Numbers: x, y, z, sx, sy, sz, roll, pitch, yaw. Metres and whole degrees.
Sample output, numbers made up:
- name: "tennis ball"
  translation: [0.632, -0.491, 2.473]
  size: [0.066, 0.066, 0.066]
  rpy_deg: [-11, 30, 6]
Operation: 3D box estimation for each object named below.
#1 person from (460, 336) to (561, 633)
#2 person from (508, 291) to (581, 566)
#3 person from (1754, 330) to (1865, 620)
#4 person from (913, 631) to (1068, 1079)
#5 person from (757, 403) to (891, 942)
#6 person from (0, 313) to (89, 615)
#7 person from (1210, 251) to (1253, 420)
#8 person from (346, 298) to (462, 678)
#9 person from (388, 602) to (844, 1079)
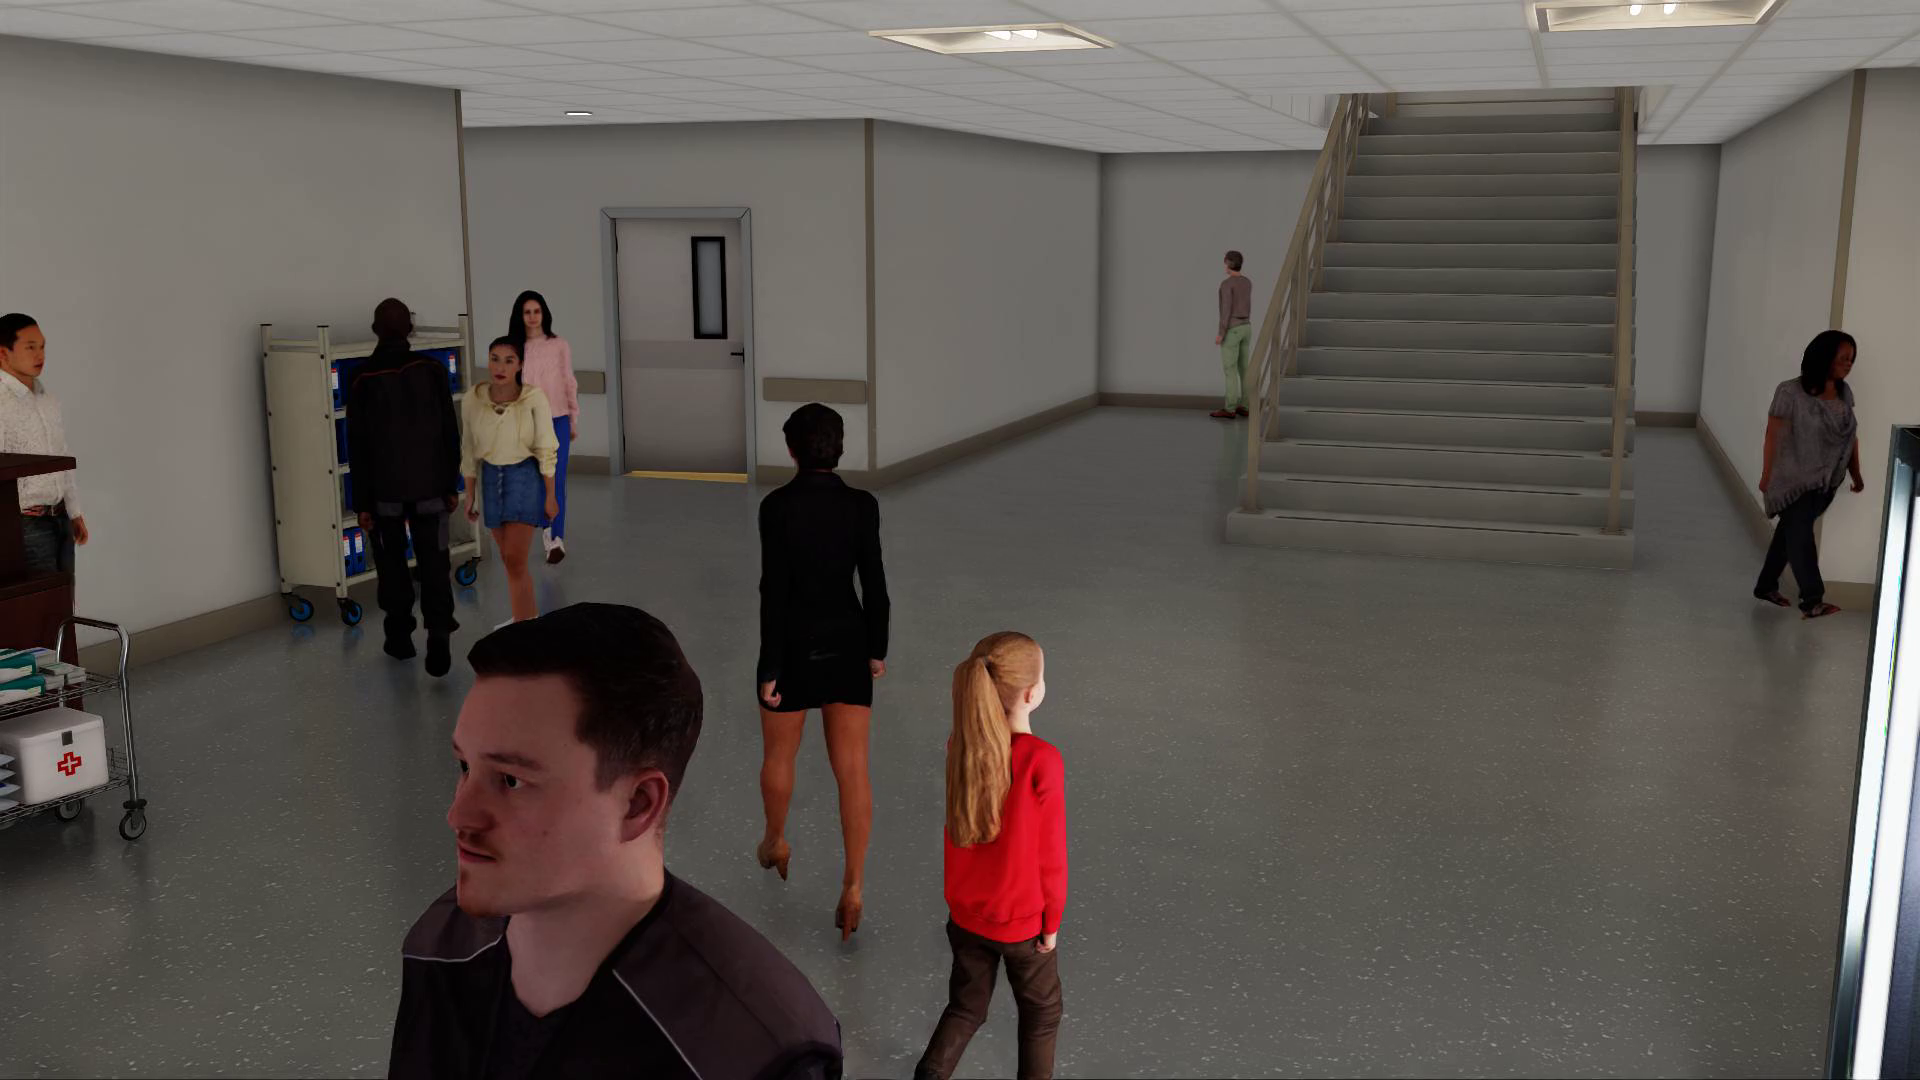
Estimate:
- name: "person"
  translation: [-2.285, -0.233, 8.513]
  size: [0.715, 1.599, 0.882]
  rpy_deg: [3, 11, 17]
- name: "person"
  translation: [-2.699, -0.700, 10.687]
  size: [1.074, 1.705, 1.268]
  rpy_deg: [-3, 11, -14]
- name: "person"
  translation: [4.659, -0.362, 9.289]
  size: [0.963, 1.562, 1.087]
  rpy_deg: [-3, 11, -15]
- name: "person"
  translation: [0.055, 0.843, 3.731]
  size: [0.628, 1.268, 0.867]
  rpy_deg: [8, 13, 36]
- name: "person"
  translation: [-0.402, 0.424, 5.014]
  size: [0.916, 1.612, 1.017]
  rpy_deg: [-4, 11, -18]
- name: "person"
  translation: [-3.960, -0.031, 6.927]
  size: [0.851, 1.794, 0.829]
  rpy_deg: [1, 11, 3]
- name: "person"
  translation: [3.113, -2.319, 18.787]
  size: [0.706, 1.867, 0.830]
  rpy_deg: [-10, 15, -42]
- name: "person"
  translation: [-2.635, -0.234, 7.984]
  size: [1.146, 1.799, 1.205]
  rpy_deg: [-5, 12, -25]
- name: "person"
  translation: [-0.316, 0.949, 1.589]
  size: [0.815, 1.858, 0.821]
  rpy_deg: [8, 13, 36]
